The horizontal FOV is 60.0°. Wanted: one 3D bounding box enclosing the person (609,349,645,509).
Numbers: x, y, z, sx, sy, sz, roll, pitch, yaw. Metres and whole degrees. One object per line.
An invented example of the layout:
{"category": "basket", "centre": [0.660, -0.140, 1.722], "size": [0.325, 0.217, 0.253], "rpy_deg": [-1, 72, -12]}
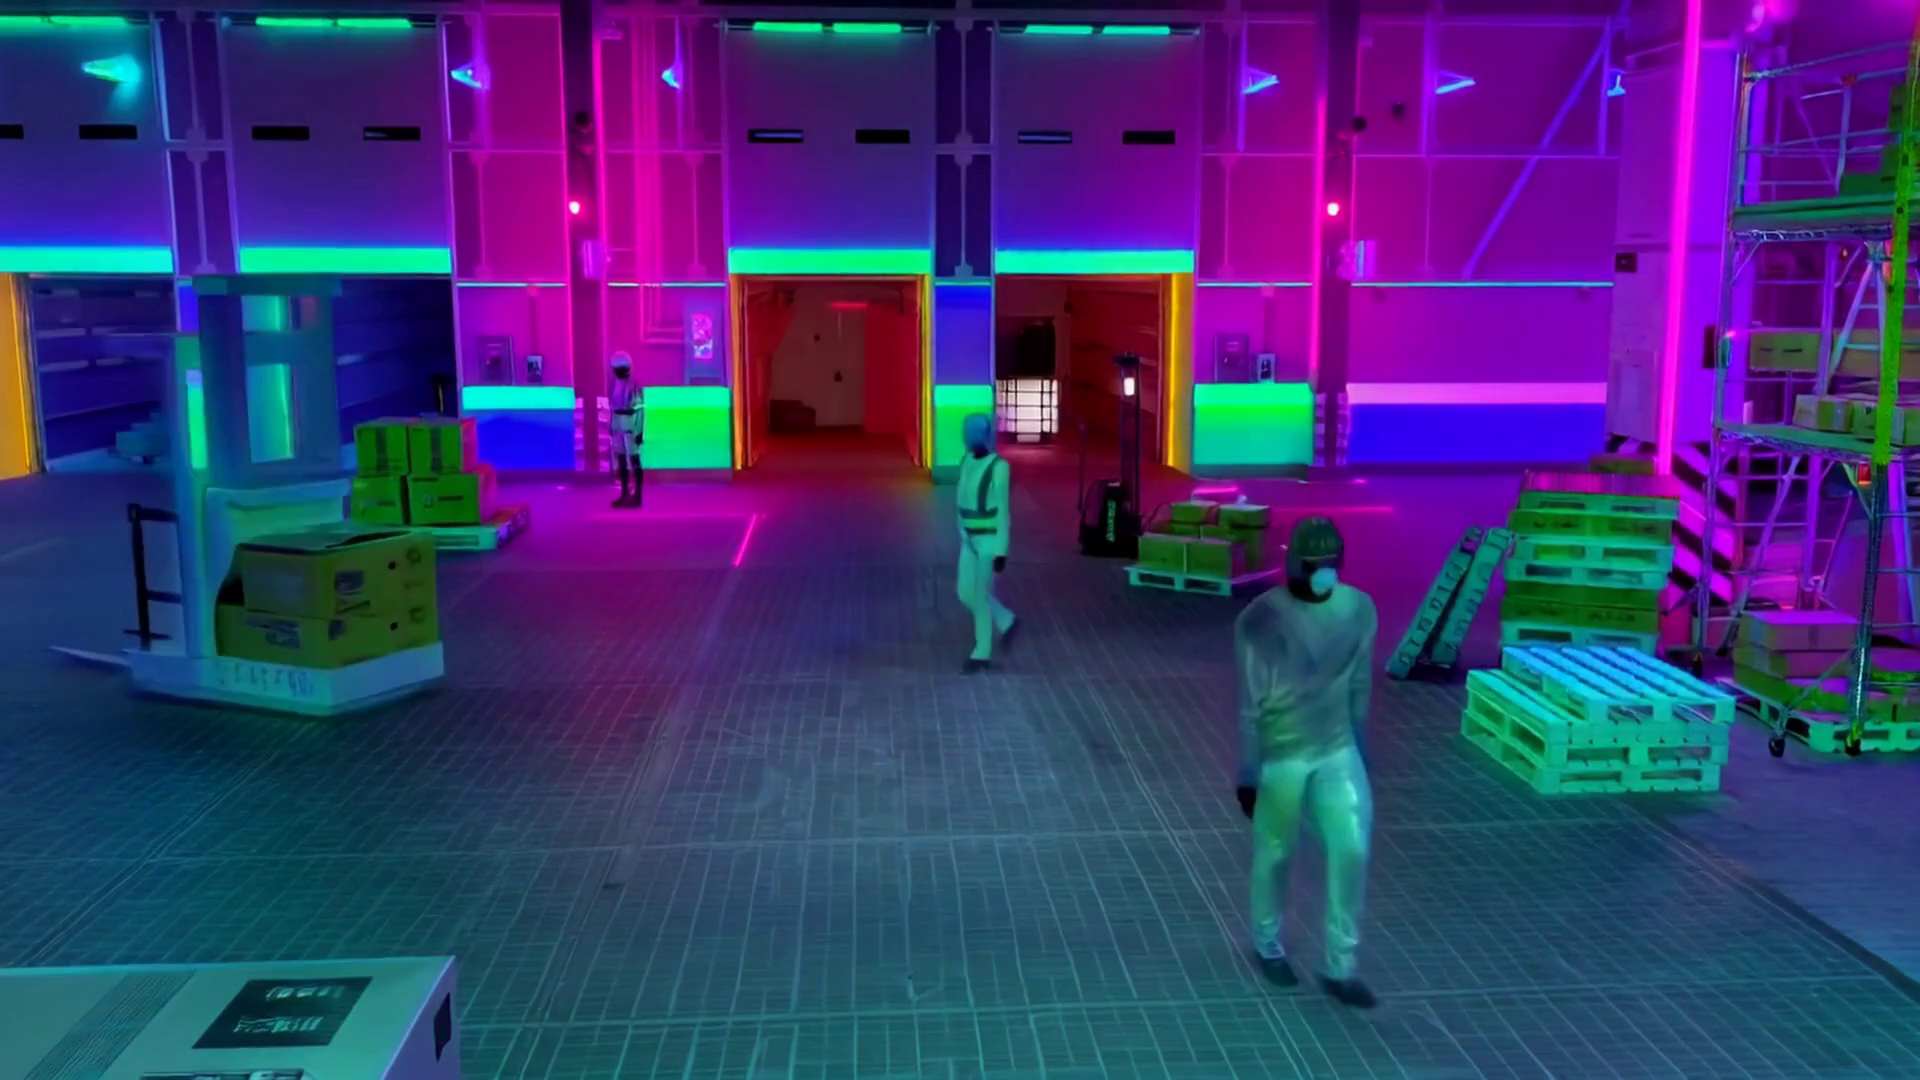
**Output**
{"category": "person", "centre": [-4.064, -1.344, 20.172], "size": [0.544, 1.929, 0.386], "rpy_deg": [7, 11, 36]}

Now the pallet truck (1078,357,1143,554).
{"category": "pallet truck", "centre": [2.088, -0.836, 16.757], "size": [1.885, 1.965, 0.823], "rpy_deg": [2, 9, 13]}

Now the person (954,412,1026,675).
{"category": "person", "centre": [0.218, 0.015, 11.858], "size": [0.615, 1.868, 0.583], "rpy_deg": [-6, 11, -35]}

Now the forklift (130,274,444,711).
{"category": "forklift", "centre": [-4.589, -0.396, 11.237], "size": [1.873, 2.768, 1.129], "rpy_deg": [5, 10, 27]}

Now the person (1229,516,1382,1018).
{"category": "person", "centre": [1.356, 0.868, 6.319], "size": [0.666, 1.909, 0.791], "rpy_deg": [-3, 9, -17]}
